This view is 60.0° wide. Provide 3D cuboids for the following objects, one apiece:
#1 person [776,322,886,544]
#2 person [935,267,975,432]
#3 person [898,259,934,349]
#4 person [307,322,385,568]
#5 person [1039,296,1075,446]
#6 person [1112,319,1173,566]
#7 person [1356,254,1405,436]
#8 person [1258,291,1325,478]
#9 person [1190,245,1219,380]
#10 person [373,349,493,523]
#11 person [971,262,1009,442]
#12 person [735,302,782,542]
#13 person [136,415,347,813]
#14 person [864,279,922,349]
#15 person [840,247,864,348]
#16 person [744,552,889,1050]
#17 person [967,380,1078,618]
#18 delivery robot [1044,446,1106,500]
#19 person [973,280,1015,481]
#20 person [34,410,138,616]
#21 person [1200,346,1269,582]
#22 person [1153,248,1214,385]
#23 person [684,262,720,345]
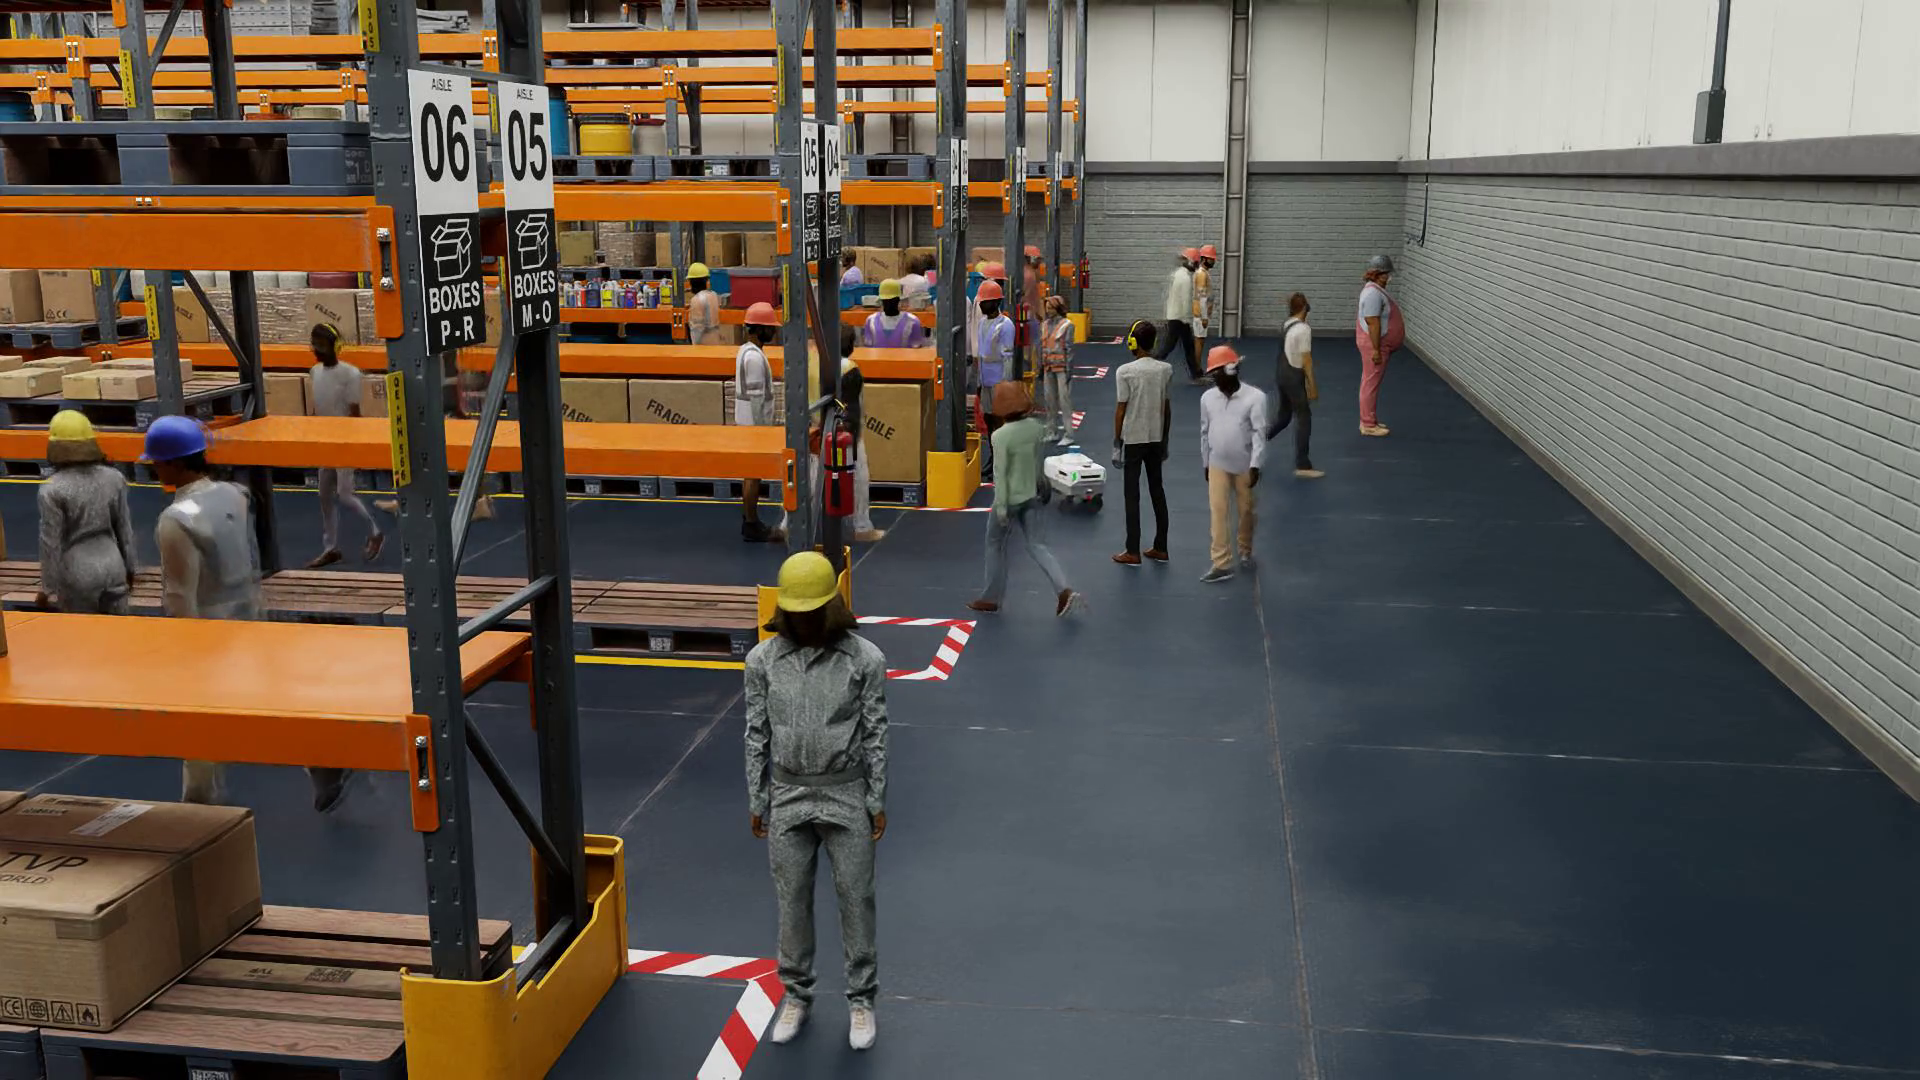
[{"bbox_3d":[-1.034,-0.823,13.157,0.928,1.801,0.649,-11,16,-40],"label":"person"},{"bbox_3d":[-0.016,-2.191,19.069,0.402,1.906,0.652,-7,14,-28],"label":"person"},{"bbox_3d":[-0.568,-2.946,22.789,0.688,1.768,0.992,9,15,36],"label":"person"},{"bbox_3d":[-4.658,-0.708,12.508,0.573,1.864,0.465,6,14,24],"label":"person"},{"bbox_3d":[1.061,-1.847,18.149,0.313,1.627,0.527,-10,16,-38],"label":"person"},{"bbox_3d":[1.384,-0.733,12.612,0.503,1.858,0.336,-6,14,-27],"label":"person"},{"bbox_3d":[4.768,-2.219,18.888,0.538,2.000,0.684,2,13,11],"label":"person"},{"bbox_3d":[3.179,-1.500,16.160,0.712,1.824,0.649,-2,13,-7],"label":"person"},{"bbox_3d":[3.463,-3.206,23.599,0.374,1.929,0.542,1,13,3],"label":"person"},{"bbox_3d":[-4.477,-1.107,13.993,1.064,1.979,0.626,0,12,2],"label":"person"},{"bbox_3d":[0.326,-2.063,18.323,0.403,1.982,0.628,-3,13,-13],"label":"person"},{"bbox_3d":[-1.614,-0.949,13.420,0.390,1.928,0.548,-3,13,-12],"label":"person"},{"bbox_3d":[-3.250,0.385,7.428,0.799,1.919,0.622,1,13,6],"label":"person"},{"bbox_3d":[-0.675,-1.609,16.398,0.594,1.922,0.387,4,13,16],"label":"person"},{"bbox_3d":[-1.486,-3.053,22.887,0.366,1.938,0.630,1,13,3],"label":"person"},{"bbox_3d":[-0.486,0.880,5.613,0.491,1.730,0.324,1,13,4],"label":"person"},{"bbox_3d":[0.417,-0.266,11.062,0.757,1.605,0.504,11,16,40],"label":"person"},{"bbox_3d":[1.016,-0.590,14.705,0.477,0.478,0.707,-4,13,-19],"label":"delivery robot"},{"bbox_3d":[0.307,-1.535,16.069,0.392,1.929,0.545,-8,15,-31],"label":"person"},{"bbox_3d":[-4.579,0.182,8.759,0.406,1.746,0.515,6,14,25],"label":"person"},{"bbox_3d":[2.008,-0.578,12.269,0.550,1.697,0.847,6,14,24],"label":"person"},{"bbox_3d":[3.013,-3.098,23.139,1.008,1.934,0.682,0,12,2],"label":"person"},{"bbox_3d":[-2.981,-2.242,19.259,0.387,1.922,0.593,3,13,12],"label":"person"}]
